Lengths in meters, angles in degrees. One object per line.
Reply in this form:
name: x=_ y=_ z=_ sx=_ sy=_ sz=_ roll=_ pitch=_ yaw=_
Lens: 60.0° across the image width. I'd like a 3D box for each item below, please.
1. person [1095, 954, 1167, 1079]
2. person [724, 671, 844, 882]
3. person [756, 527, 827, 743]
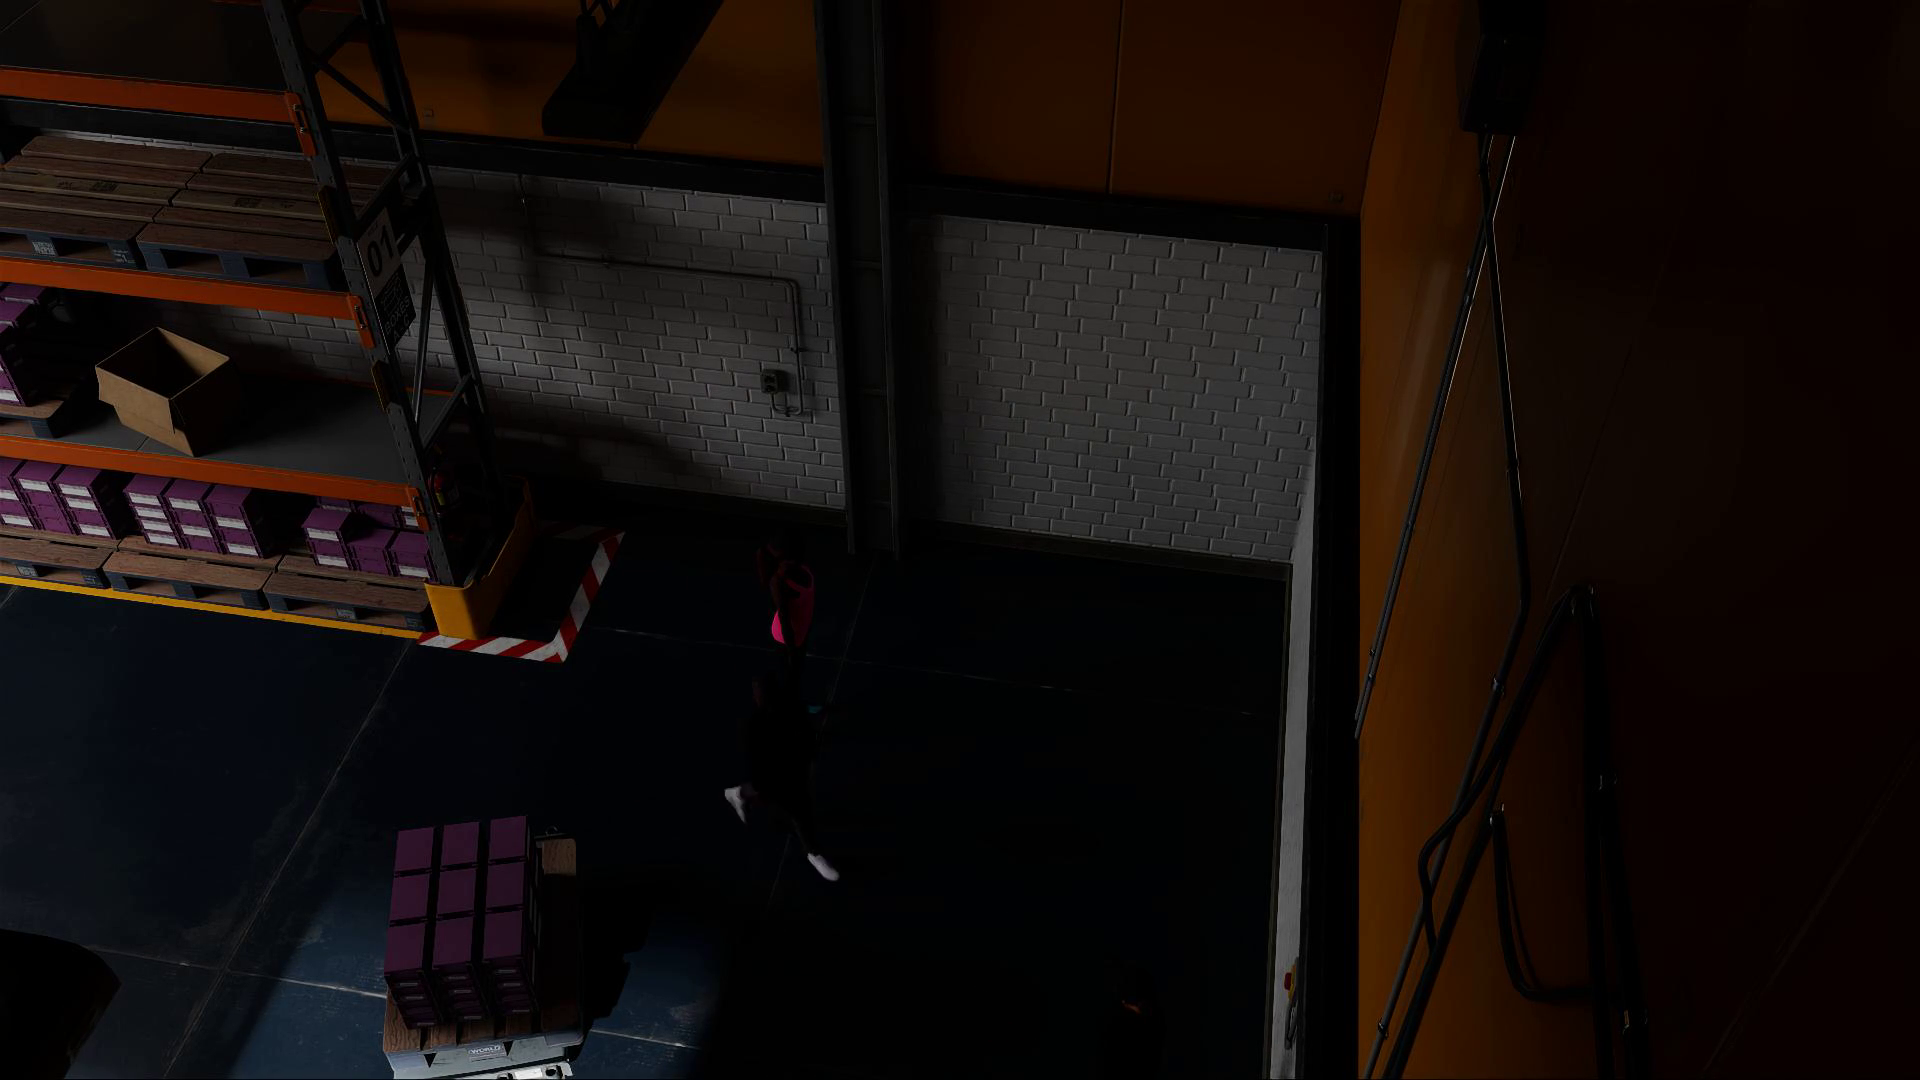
person: x=0.824 y=2.642 z=8.320 sx=0.752 sy=1.639 sz=0.696 roll=30 pitch=51 yaw=28
person: x=-1.100 y=1.283 z=9.686 sx=1.220 sy=1.723 sz=0.978 roll=22 pitch=48 yaw=21
person: x=-1.061 y=0.577 z=10.425 sx=0.549 sy=1.726 sz=0.549 roll=5 pitch=44 yaw=6
